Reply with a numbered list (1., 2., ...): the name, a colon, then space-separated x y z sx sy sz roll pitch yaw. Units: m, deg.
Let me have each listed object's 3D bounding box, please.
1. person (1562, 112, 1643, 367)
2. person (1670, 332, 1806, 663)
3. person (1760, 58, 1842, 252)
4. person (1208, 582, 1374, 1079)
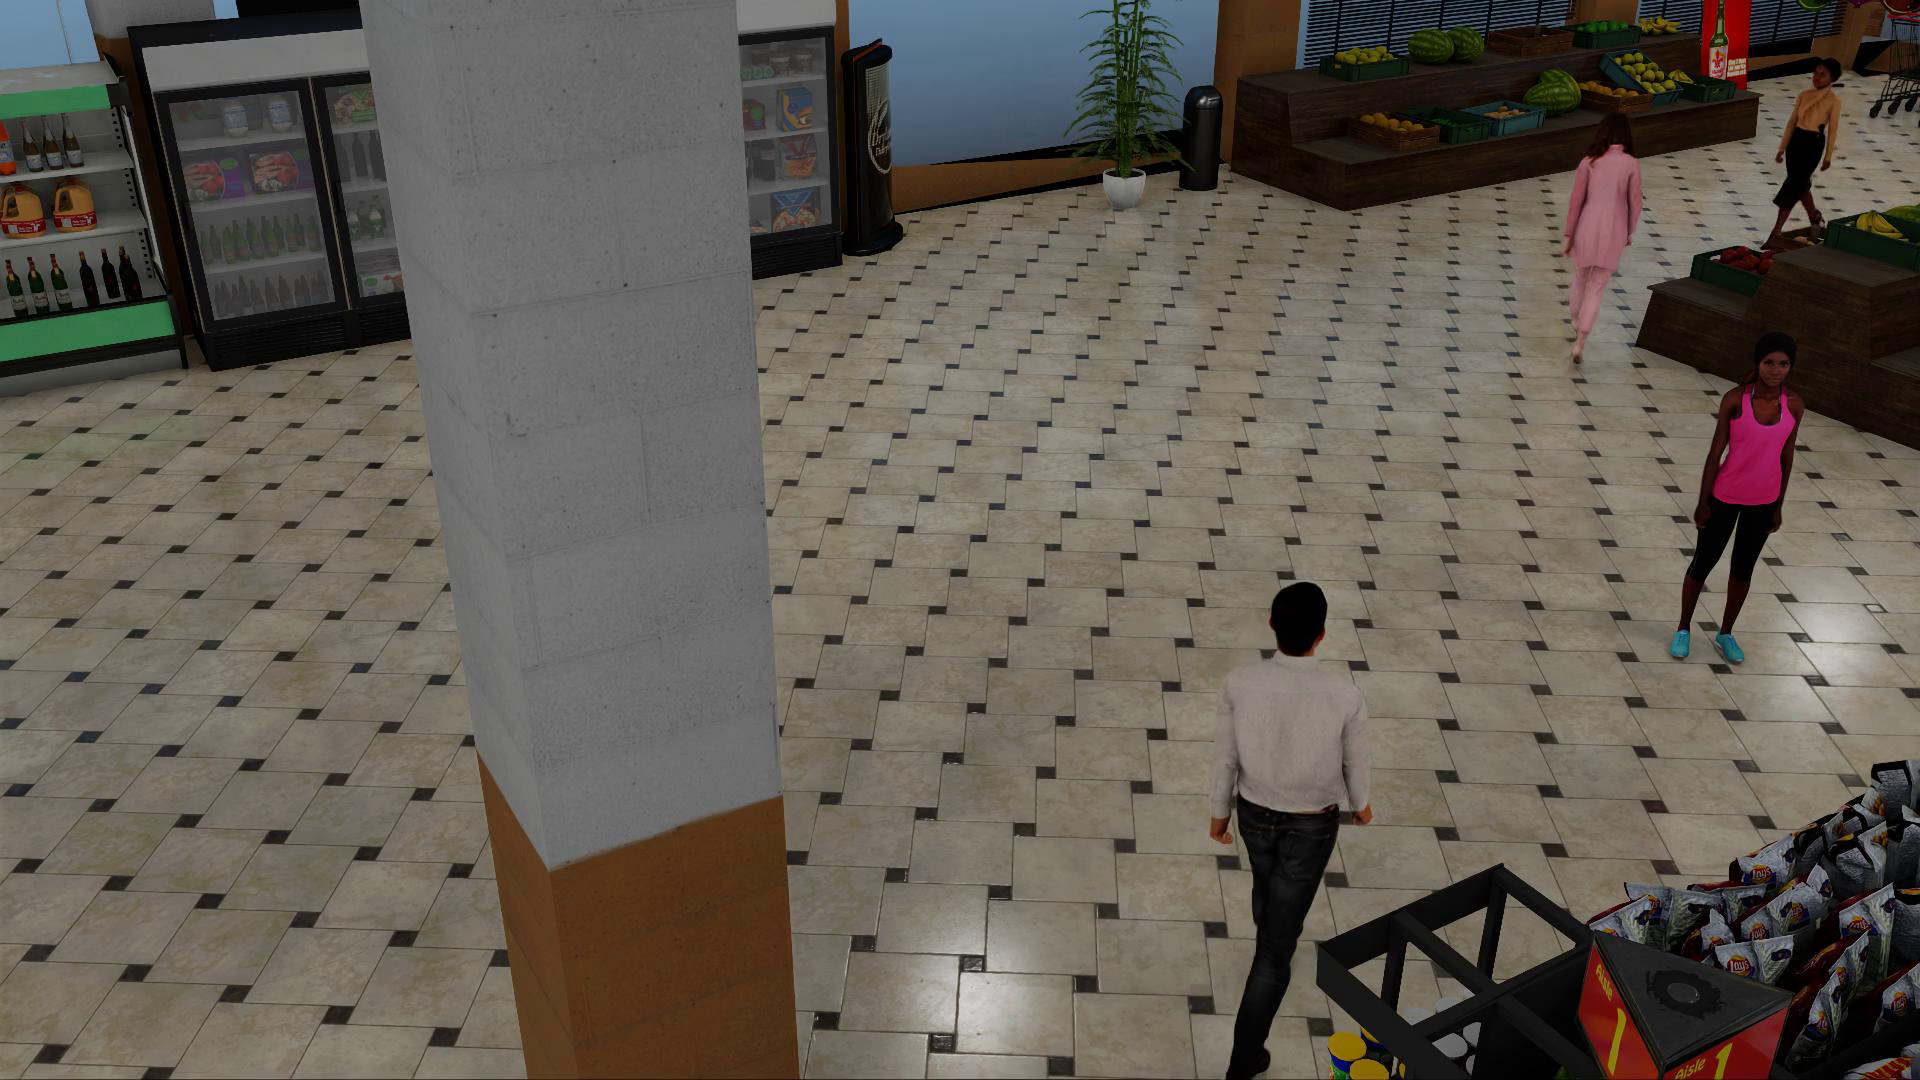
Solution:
1. person: 4.534 -2.094 11.858 1.025 1.755 1.187 12 29 23
2. person: 3.837 -0.206 8.169 0.654 1.724 0.725 5 27 9
3. person: 7.389 -3.333 14.452 1.028 1.617 0.616 -13 30 -24
4. person: 1.087 1.035 5.675 1.100 1.765 1.291 13 30 23
